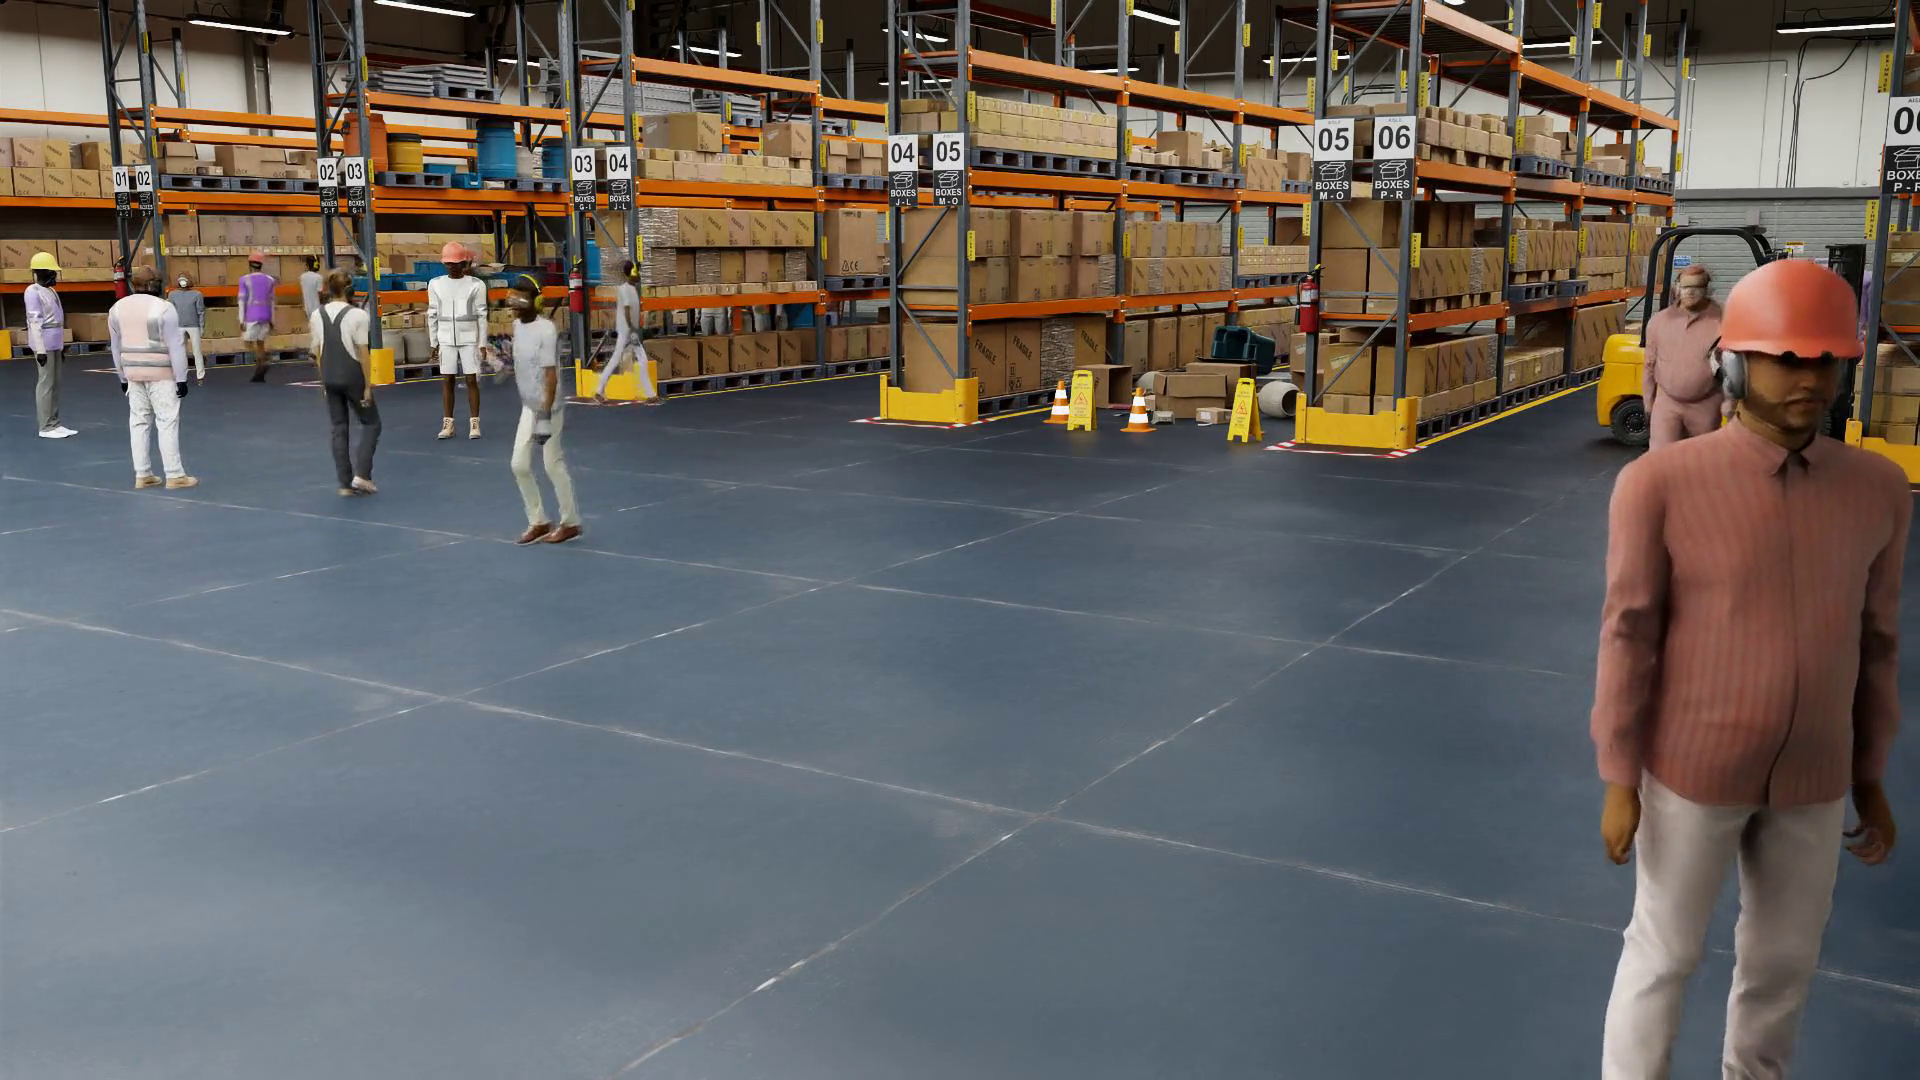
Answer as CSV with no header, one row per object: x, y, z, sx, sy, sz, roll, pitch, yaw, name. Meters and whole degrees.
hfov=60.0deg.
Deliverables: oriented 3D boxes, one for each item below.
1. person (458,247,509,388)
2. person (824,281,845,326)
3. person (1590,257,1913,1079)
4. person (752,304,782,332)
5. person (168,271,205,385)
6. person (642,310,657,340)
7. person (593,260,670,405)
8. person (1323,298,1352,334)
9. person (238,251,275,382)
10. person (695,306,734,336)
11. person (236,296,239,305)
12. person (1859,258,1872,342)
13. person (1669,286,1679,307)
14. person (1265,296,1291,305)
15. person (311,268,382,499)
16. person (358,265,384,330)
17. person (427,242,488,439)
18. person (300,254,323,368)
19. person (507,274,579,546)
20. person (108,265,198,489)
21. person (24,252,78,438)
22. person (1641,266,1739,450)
-6.719,-3.094,23.198,0.640,1.979,0.626,-3,11,-17,person
-2.192,-3.845,27.998,0.530,1.768,0.312,4,11,22,person
1.557,0.451,3.291,0.619,1.992,0.392,-1,10,-5,person
-3.231,-3.866,28.000,0.606,1.806,0.710,5,11,26,person
-11.008,-3.013,23.698,0.500,1.636,0.279,-1,10,-5,person
-5.242,-3.829,27.460,0.614,1.939,0.888,6,12,31,person
-4.176,-2.579,20.799,0.985,1.817,0.613,2,10,9,person
6.263,-3.822,27.436,0.566,1.915,0.627,5,11,27,person
-10.181,-3.229,24.148,0.498,1.903,0.566,9,13,40,person
-3.732,-3.438,25.275,0.627,1.933,0.372,2,10,9,person
-13.153,-4.234,30.609,0.653,1.607,0.496,-9,13,-40,person
13.080,-3.262,24.339,0.406,1.909,0.636,-8,13,-38,person
12.064,-3.709,27.690,0.516,1.607,0.793,6,12,32,person
5.956,-4.333,31.201,0.534,1.589,0.857,7,12,32,person
-4.860,-1.234,13.191,0.528,1.831,0.410,2,10,10,person
-9.167,-3.439,25.888,0.529,1.714,0.940,5,11,26,person
-5.191,-2.052,17.205,0.605,2.035,0.384,-1,10,-5,person
-10.456,-3.710,27.009,0.511,1.856,0.377,5,11,26,person
-2.773,-0.853,11.071,0.544,1.819,0.582,8,13,39,person
-6.666,-1.340,13.758,0.631,1.840,0.428,2,10,13,person
-9.491,-2.026,17.352,0.375,1.925,0.595,-2,10,-11,person
4.869,-0.888,11.143,0.658,1.860,0.954,6,12,31,person
